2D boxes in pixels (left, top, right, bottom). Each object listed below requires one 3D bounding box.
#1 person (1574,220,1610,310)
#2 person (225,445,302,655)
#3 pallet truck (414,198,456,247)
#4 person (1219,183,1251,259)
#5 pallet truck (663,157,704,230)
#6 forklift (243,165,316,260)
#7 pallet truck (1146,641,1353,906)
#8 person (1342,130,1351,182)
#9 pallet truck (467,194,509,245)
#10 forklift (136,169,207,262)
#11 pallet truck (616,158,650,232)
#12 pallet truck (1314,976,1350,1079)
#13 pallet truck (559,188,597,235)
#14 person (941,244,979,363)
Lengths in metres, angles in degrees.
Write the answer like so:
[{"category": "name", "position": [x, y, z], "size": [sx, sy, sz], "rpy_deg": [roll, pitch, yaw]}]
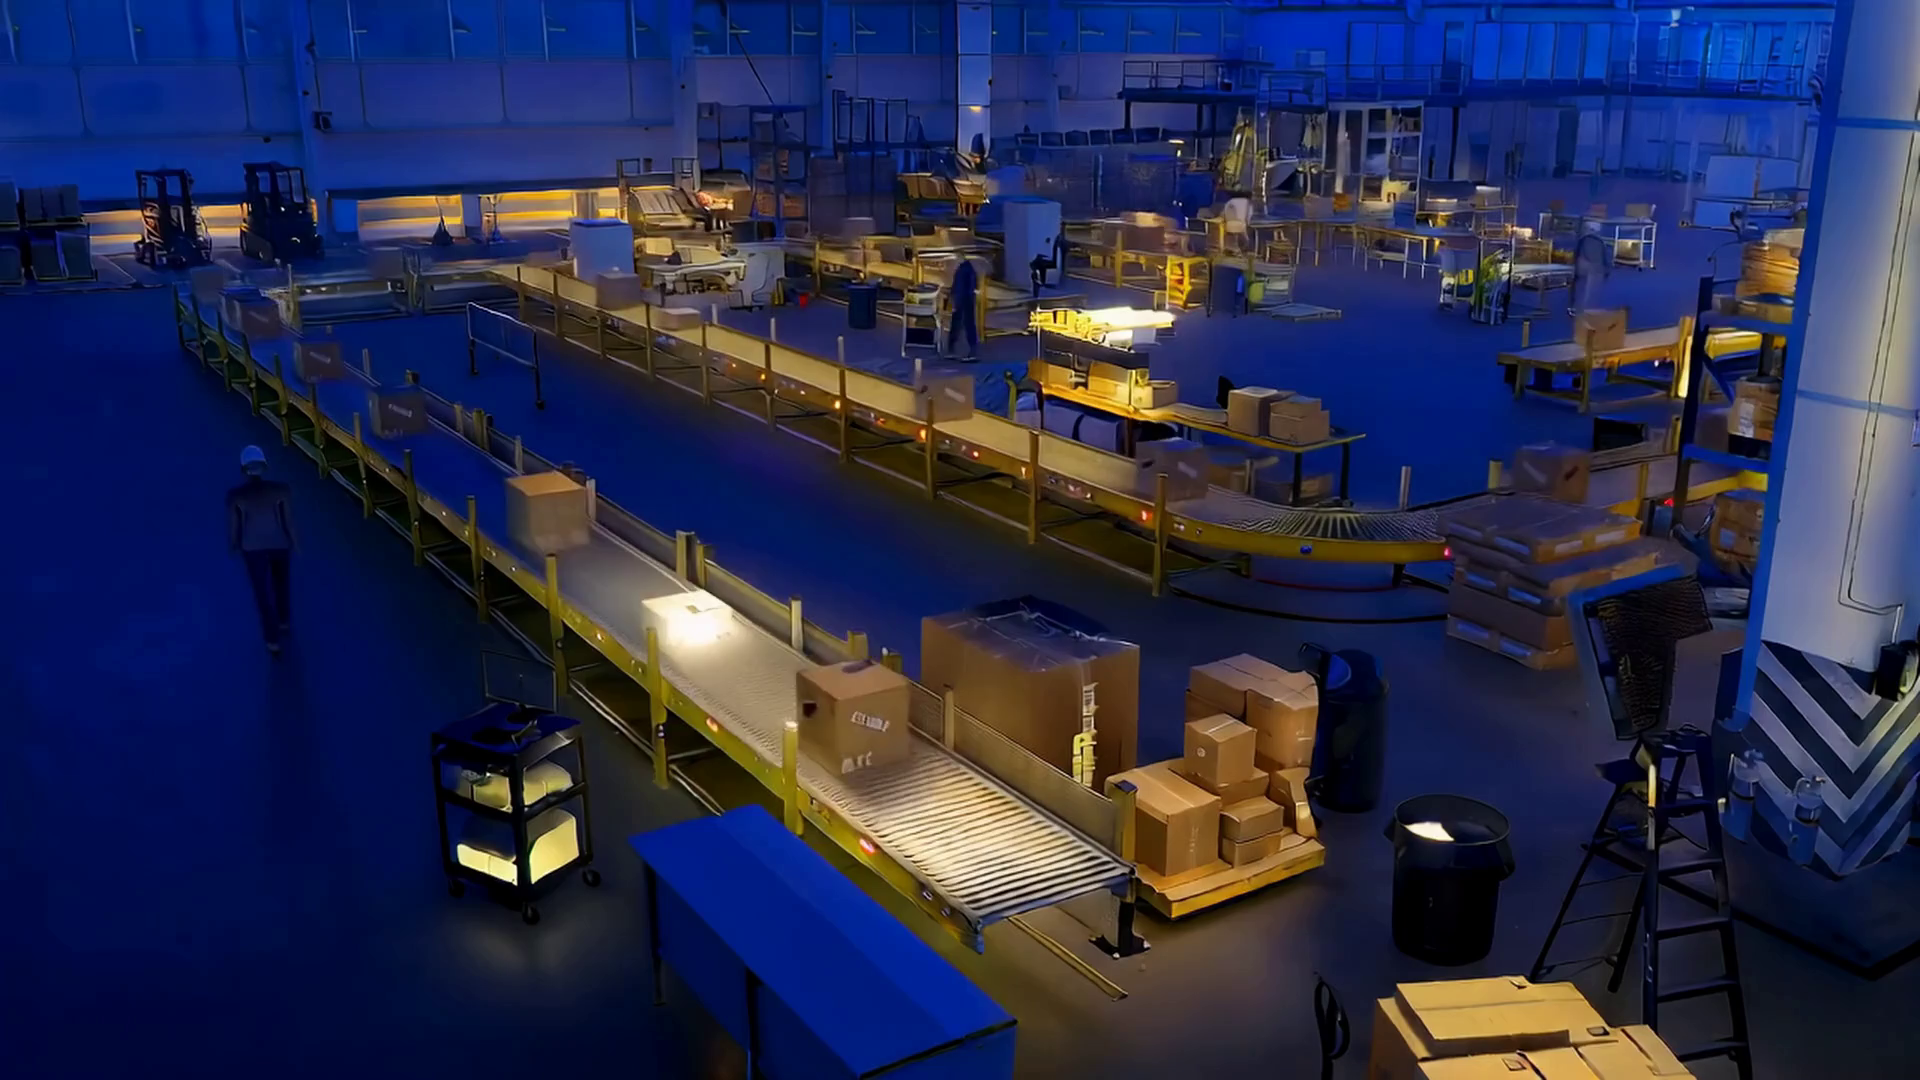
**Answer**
[{"category": "person", "position": [11.608, -4.924, 30.423], "size": [0.680, 1.812, 0.606], "rpy_deg": [-10, 20, -30]}, {"category": "person", "position": [-5.880, 0.045, 14.030], "size": [0.549, 1.728, 0.872], "rpy_deg": [-10, 19, -29]}, {"category": "pallet truck", "position": [-13.250, -8.060, 41.856], "size": [0.680, 1.201, 1.601], "rpy_deg": [-10, 20, -31]}, {"category": "person", "position": [6.032, -6.759, 36.235], "size": [0.612, 1.996, 1.033], "rpy_deg": [-8, 19, -26]}, {"category": "pallet truck", "position": [-7.586, -9.308, 44.692], "size": [0.823, 1.965, 1.885], "rpy_deg": [-11, 20, -33]}, {"category": "forklift", "position": [-15.898, -7.669, 38.708], "size": [1.157, 1.987, 2.680], "rpy_deg": [-11, 20, -33]}, {"category": "pallet truck", "position": [1.664, 1.407, 10.232], "size": [1.630, 1.274, 0.653], "rpy_deg": [-10, 20, -31]}, {"category": "person", "position": [13.960, -13.911, 60.288], "size": [0.555, 1.833, 0.405], "rpy_deg": [-13, 21, -38]}, {"category": "pallet truck", "position": [-11.983, -8.177, 42.137], "size": [0.704, 1.261, 1.522], "rpy_deg": [-11, 20, -33]}, {"category": "forklift", "position": [-17.842, -7.318, 37.559], "size": [1.157, 1.987, 2.680], "rpy_deg": [-10, 20, -31]}, {"category": "pallet truck", "position": [-8.918, -9.176, 44.255], "size": [0.823, 1.965, 1.885], "rpy_deg": [-9, 19, -27]}, {"category": "pallet truck", "position": [2.299, 2.390, 7.086], "size": [1.601, 1.201, 0.680], "rpy_deg": [-2, 17, -7]}, {"category": "pallet truck", "position": [-10.010, -8.652, 43.699], "size": [0.653, 1.274, 1.630], "rpy_deg": [-10, 20, -31]}, {"category": "person", "position": [-0.032, -3.734, 26.349], "size": [0.731, 1.869, 0.677], "rpy_deg": [-1, 17, -2]}]
